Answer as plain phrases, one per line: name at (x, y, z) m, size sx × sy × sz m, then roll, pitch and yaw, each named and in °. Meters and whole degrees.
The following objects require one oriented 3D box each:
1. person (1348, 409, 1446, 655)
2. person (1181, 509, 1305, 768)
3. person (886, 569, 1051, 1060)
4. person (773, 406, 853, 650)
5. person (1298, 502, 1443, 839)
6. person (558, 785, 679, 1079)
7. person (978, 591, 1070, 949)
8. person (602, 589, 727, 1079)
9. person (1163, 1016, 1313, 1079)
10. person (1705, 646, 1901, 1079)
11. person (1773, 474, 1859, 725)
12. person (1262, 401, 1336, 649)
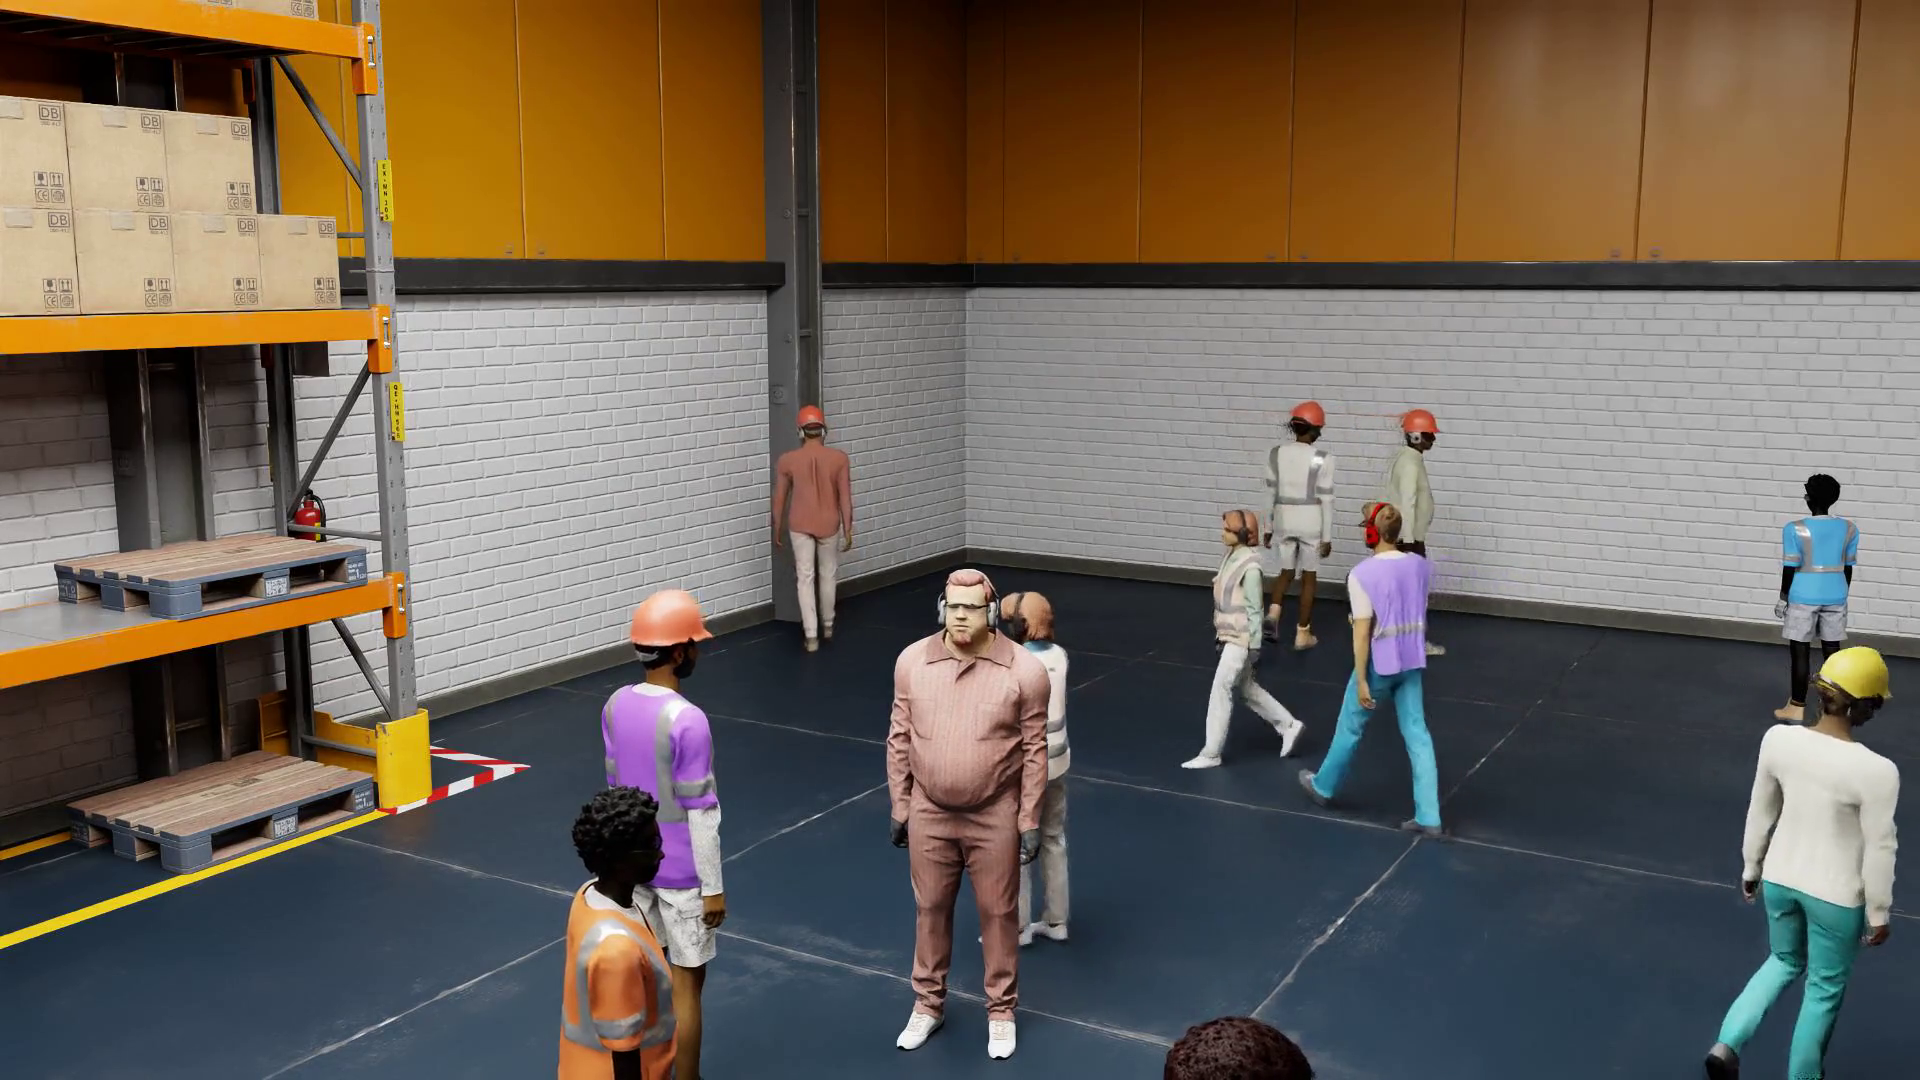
person at (3.503, -0.054, 13.160) m, size 0.680 × 1.974 × 0.626 m, roll 2°, pitch 9°, yaw 14°
person at (1.760, 0.602, 10.203) m, size 0.749 × 1.616 × 0.518 m, roll -1°, pitch 9°, yaw -4°
person at (0.018, 1.054, 6.450) m, size 0.641 × 1.913 × 0.408 m, roll 2°, pitch 9°, yaw 13°
person at (-1.207, -0.116, 13.601) m, size 0.644 × 1.955 × 0.844 m, roll -1°, pitch 9°, yaw -8°
person at (2.298, 0.685, 9.113) m, size 0.573 × 1.795 × 1.005 m, roll -4°, pitch 10°, yaw -26°
person at (-0.906, 1.481, 4.445) m, size 0.317 × 1.695 × 0.540 m, roll -3°, pitch 10°, yaw -19°
person at (0.315, 1.036, 7.449) m, size 0.350 × 1.640 × 0.549 m, roll 6°, pitch 11°, yaw 32°
person at (-1.012, 1.132, 5.872) m, size 0.542 × 1.940 × 0.355 m, roll 8°, pitch 12°, yaw 42°
person at (0.360, 1.663, 2.623) m, size 0.386 × 1.918 × 0.590 m, roll -1°, pitch 9°, yaw -4°
person at (2.996, 1.229, 5.859) m, size 0.462 × 1.744 × 0.541 m, roll -5°, pitch 10°, yaw -26°
person at (5.741, 0.402, 11.177) m, size 0.536 × 1.696 × 0.322 m, roll -1°, pitch 9°, yaw -6°
person at (2.692, -0.100, 13.300) m, size 0.624 × 2.019 × 0.570 m, roll 7°, pitch 11°, yaw 36°
